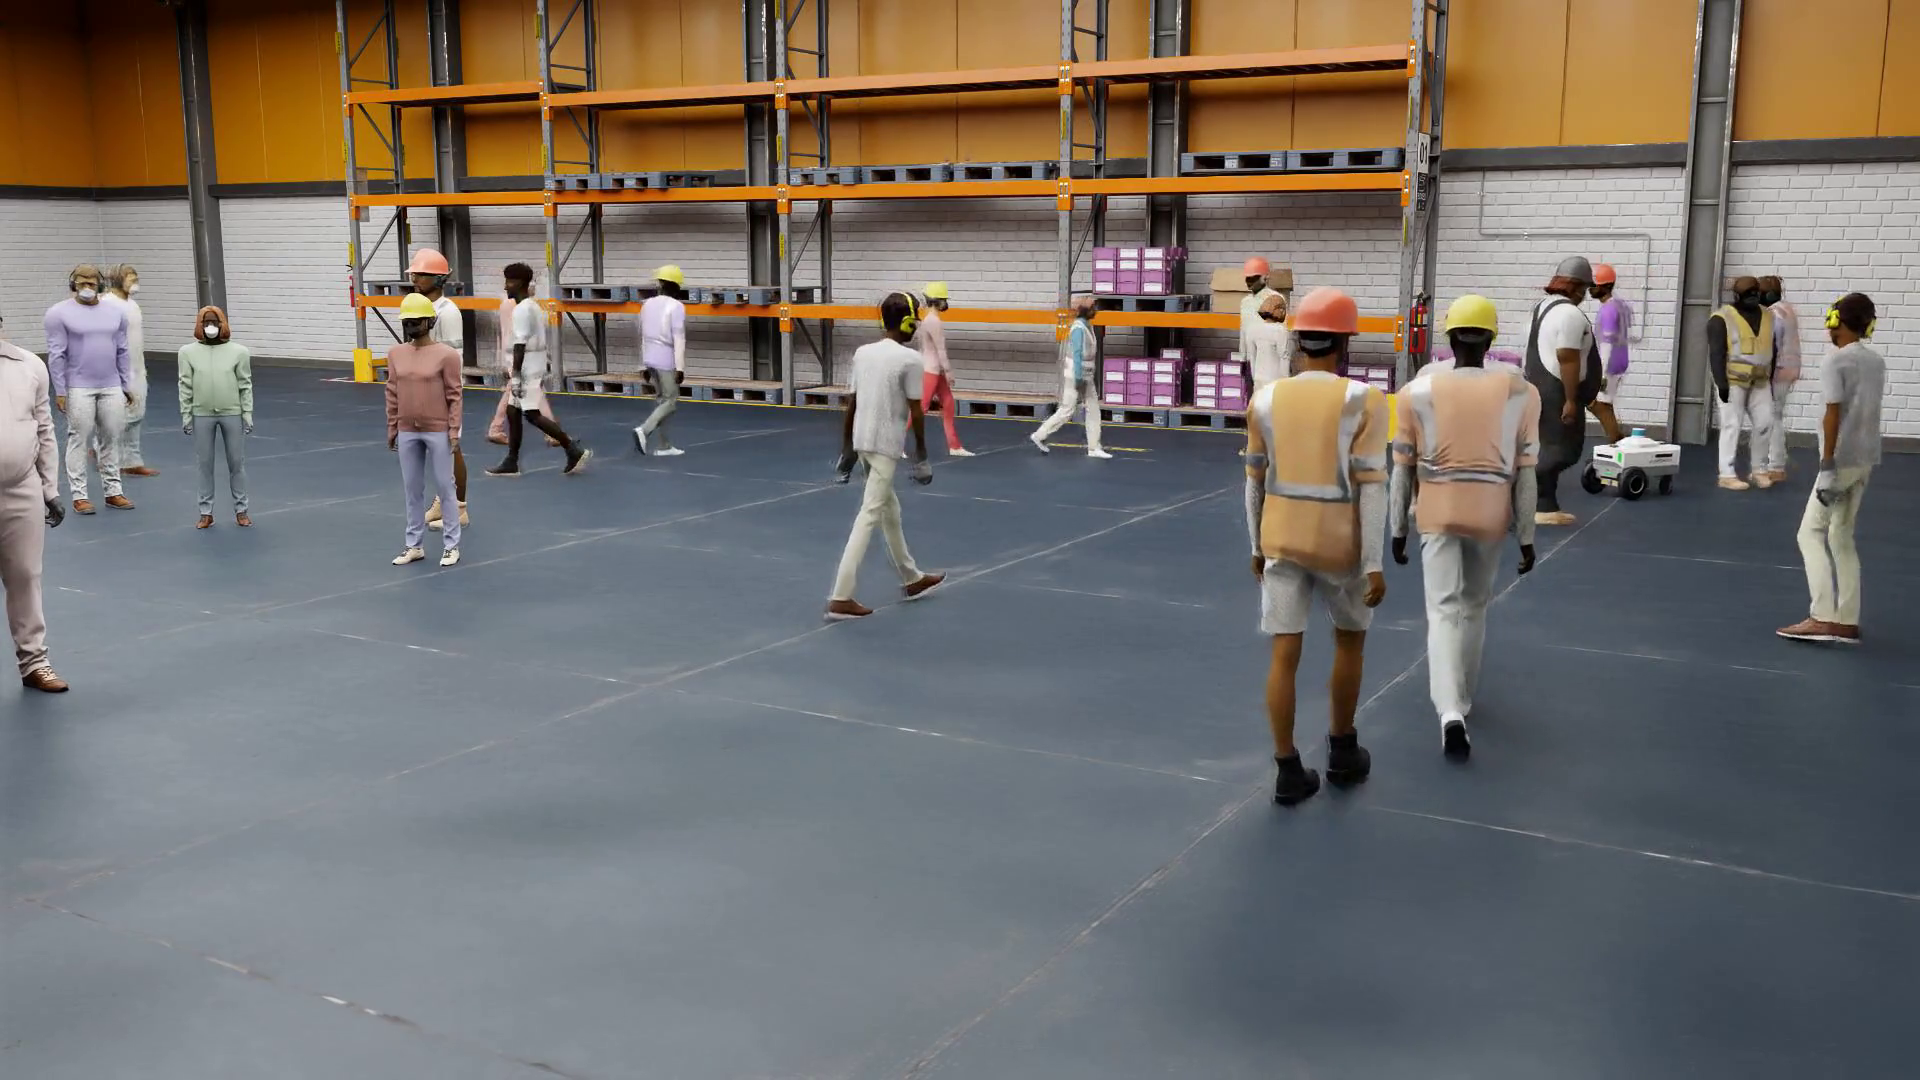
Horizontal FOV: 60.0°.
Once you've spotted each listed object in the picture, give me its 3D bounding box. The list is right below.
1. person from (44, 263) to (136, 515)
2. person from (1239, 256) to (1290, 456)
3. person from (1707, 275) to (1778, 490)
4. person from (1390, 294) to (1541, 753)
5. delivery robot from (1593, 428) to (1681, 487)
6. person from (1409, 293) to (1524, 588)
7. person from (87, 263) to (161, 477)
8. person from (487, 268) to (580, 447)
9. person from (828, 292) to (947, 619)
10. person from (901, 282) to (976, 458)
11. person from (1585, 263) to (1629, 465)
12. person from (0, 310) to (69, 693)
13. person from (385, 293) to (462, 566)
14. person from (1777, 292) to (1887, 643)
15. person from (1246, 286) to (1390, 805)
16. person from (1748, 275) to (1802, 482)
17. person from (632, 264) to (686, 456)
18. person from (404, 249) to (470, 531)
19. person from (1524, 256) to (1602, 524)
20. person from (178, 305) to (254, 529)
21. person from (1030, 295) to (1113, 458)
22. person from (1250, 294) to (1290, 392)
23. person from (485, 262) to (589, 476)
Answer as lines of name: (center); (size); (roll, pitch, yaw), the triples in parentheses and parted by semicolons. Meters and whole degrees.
person: (-6.741, -1.174, 12.949); (0.375, 1.934, 0.628); (7, 12, 36)
person: (2.998, -1.788, 16.327); (0.627, 1.967, 0.659); (-6, 12, -32)
person: (6.675, -1.331, 14.159); (0.645, 1.821, 0.478); (-2, 10, -10)
person: (2.104, -0.082, 6.951); (0.590, 1.878, 0.962); (2, 10, 10)
delivery robot: (5.622, -0.684, 13.808); (0.707, 0.478, 0.477); (-4, 11, -23)
person: (2.385, -0.233, 7.849); (0.524, 1.856, 0.702); (6, 11, 29)
person: (-7.470, -1.499, 14.823); (0.487, 1.922, 0.625); (-1, 10, -7)
person: (-4.474, -1.880, 17.184); (1.017, 1.853, 0.667); (1, 10, 3)
person: (-0.409, -0.484, 9.406); (0.971, 1.806, 0.516); (-9, 14, -42)
person: (-0.316, -1.648, 16.251); (0.896, 1.735, 0.519); (-1, 10, -3)
person: (6.005, -1.617, 15.514); (0.460, 1.908, 0.577); (4, 11, 21)
person: (-4.401, -0.206, 7.545); (0.407, 1.908, 0.641); (8, 13, 39)
person: (-3.472, -0.707, 10.775); (0.523, 1.769, 0.309); (2, 10, 10)
person: (4.633, -0.379, 8.739); (0.583, 1.826, 0.436); (-6, 12, -32)
person: (1.377, 0.009, 6.292); (0.580, 1.912, 0.750); (6, 12, 30)
person: (7.138, -1.410, 14.628); (0.446, 1.814, 0.655); (7, 12, 35)
person: (-2.944, -1.730, 16.202); (0.596, 1.902, 0.680); (8, 13, 40)
person: (-3.833, -1.091, 12.157); (0.368, 2.048, 0.608); (-8, 13, -40)
person: (4.337, -1.093, 12.184); (0.697, 2.000, 0.716); (0, 10, -2)
person: (-5.466, -0.902, 12.247); (0.500, 1.636, 0.281); (-4, 11, -21)
person: (1.089, -1.594, 16.260); (0.757, 1.602, 0.540); (4, 11, 22)
person: (2.841, -1.424, 15.210); (0.288, 1.633, 0.497); (-6, 11, -29)
person: (-3.812, -1.513, 14.882); (0.903, 1.936, 0.612); (-1, 10, -5)
